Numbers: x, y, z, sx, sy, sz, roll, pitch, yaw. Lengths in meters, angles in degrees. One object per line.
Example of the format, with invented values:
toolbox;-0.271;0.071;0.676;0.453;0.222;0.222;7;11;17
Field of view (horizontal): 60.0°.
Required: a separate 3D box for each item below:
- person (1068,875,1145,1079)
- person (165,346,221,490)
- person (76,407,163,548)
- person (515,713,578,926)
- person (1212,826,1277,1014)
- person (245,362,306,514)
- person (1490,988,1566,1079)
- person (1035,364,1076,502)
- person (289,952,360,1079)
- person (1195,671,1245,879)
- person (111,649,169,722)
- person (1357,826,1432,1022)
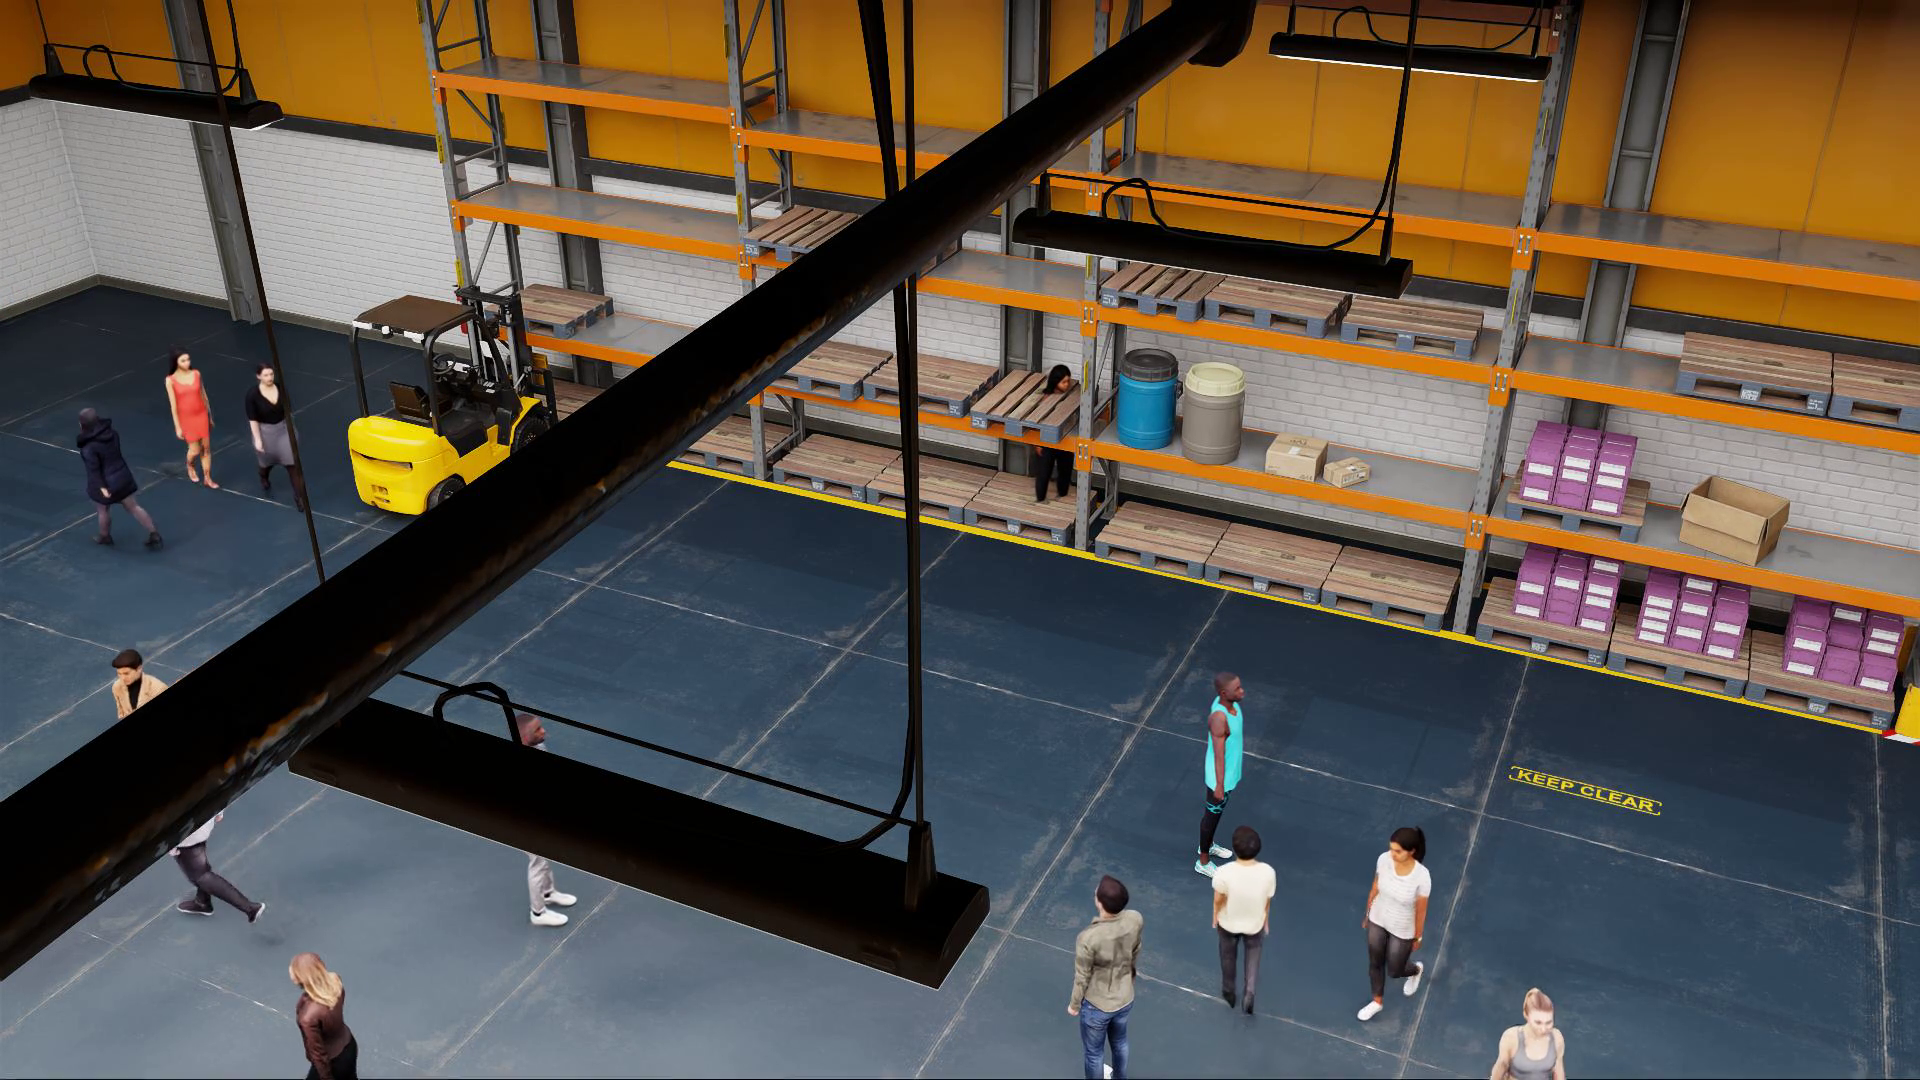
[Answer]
person;0.946;2.936;10.725;0.794;1.866;0.781;-18;34;-30
person;-8.721;-1.378;18.799;0.735;1.708;0.672;20;34;32
person;-8.851;-0.620;17.482;1.123;1.638;0.768;8;30;14
person;-3.153;2.049;12.382;0.702;1.835;0.740;0;29;0
person;1.958;2.677;11.498;0.727;1.579;0.790;0;29;0
person;-7.612;-1.149;18.362;0.975;1.725;1.210;-21;35;-33
person;3.384;3.363;10.147;1.035;1.669;0.983;-4;29;-8
person;1.043;-1.088;18.156;0.775;1.814;0.817;-13;31;-23
person;-3.829;3.240;10.351;0.646;1.691;0.669;4;29;8
person;2.013;1.788;12.887;0.564;1.810;0.652;8;30;14
person;-6.449;1.550;13.436;0.956;1.703;0.832;6;29;11
person;3.063;2.628;11.539;0.812;1.627;0.831;-23;36;-36
